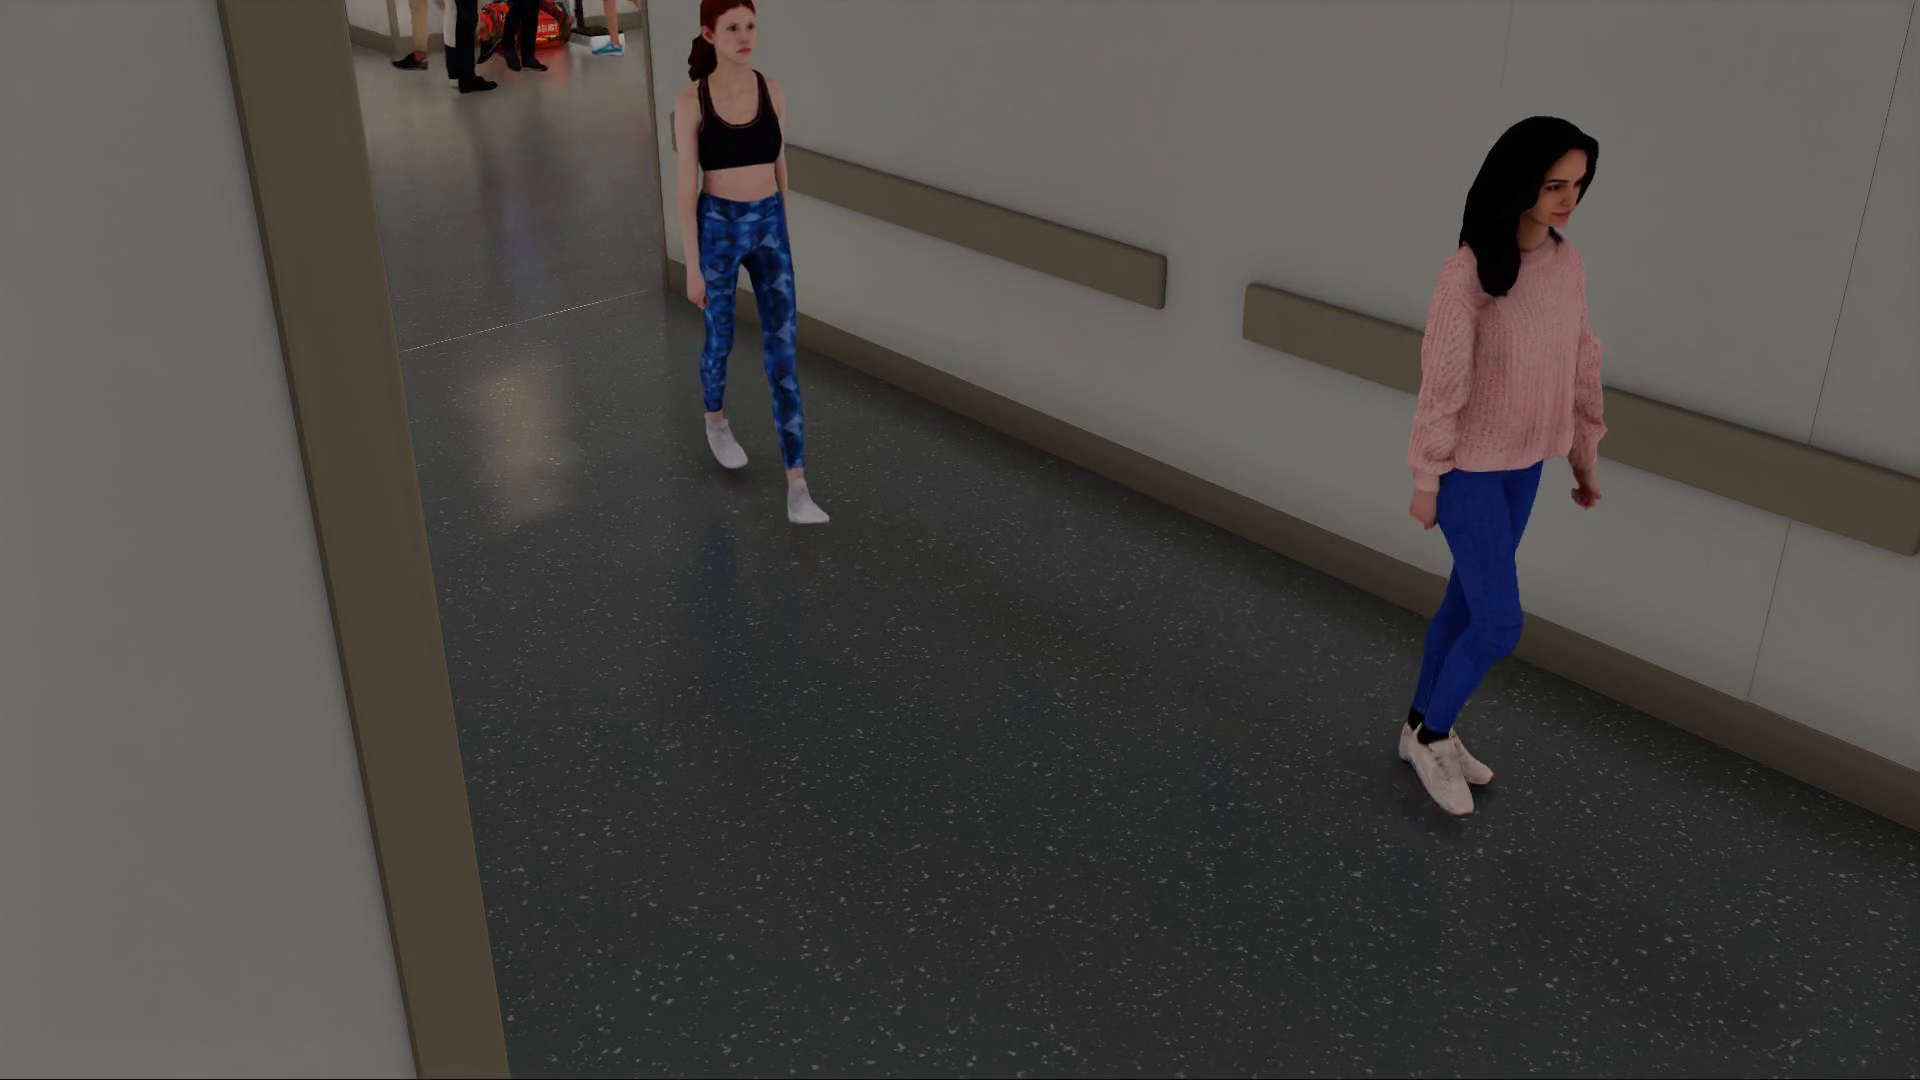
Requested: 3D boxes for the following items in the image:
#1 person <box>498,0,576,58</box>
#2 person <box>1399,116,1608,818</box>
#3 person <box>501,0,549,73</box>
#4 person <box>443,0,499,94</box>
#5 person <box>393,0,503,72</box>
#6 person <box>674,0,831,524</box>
[{"bbox_3d":[-3.624,-4.884,13.893,1.005,1.698,0.845,-7,27,-14],"label":"person"},{"bbox_3d":[1.208,-0.178,4.074,0.571,1.750,0.726,-19,31,-34],"label":"person"},{"bbox_3d":[-3.617,-4.699,13.368,0.825,1.821,0.679,18,31,32],"label":"person"},{"bbox_3d":[-3.857,-4.395,12.660,0.577,1.889,0.690,-18,31,-33],"label":"person"},{"bbox_3d":[-4.197,-4.733,13.441,1.214,1.820,1.065,-4,26,-8],"label":"person"},{"bbox_3d":[-0.788,-0.949,5.699,1.217,1.729,0.821,-13,29,-25],"label":"person"}]
